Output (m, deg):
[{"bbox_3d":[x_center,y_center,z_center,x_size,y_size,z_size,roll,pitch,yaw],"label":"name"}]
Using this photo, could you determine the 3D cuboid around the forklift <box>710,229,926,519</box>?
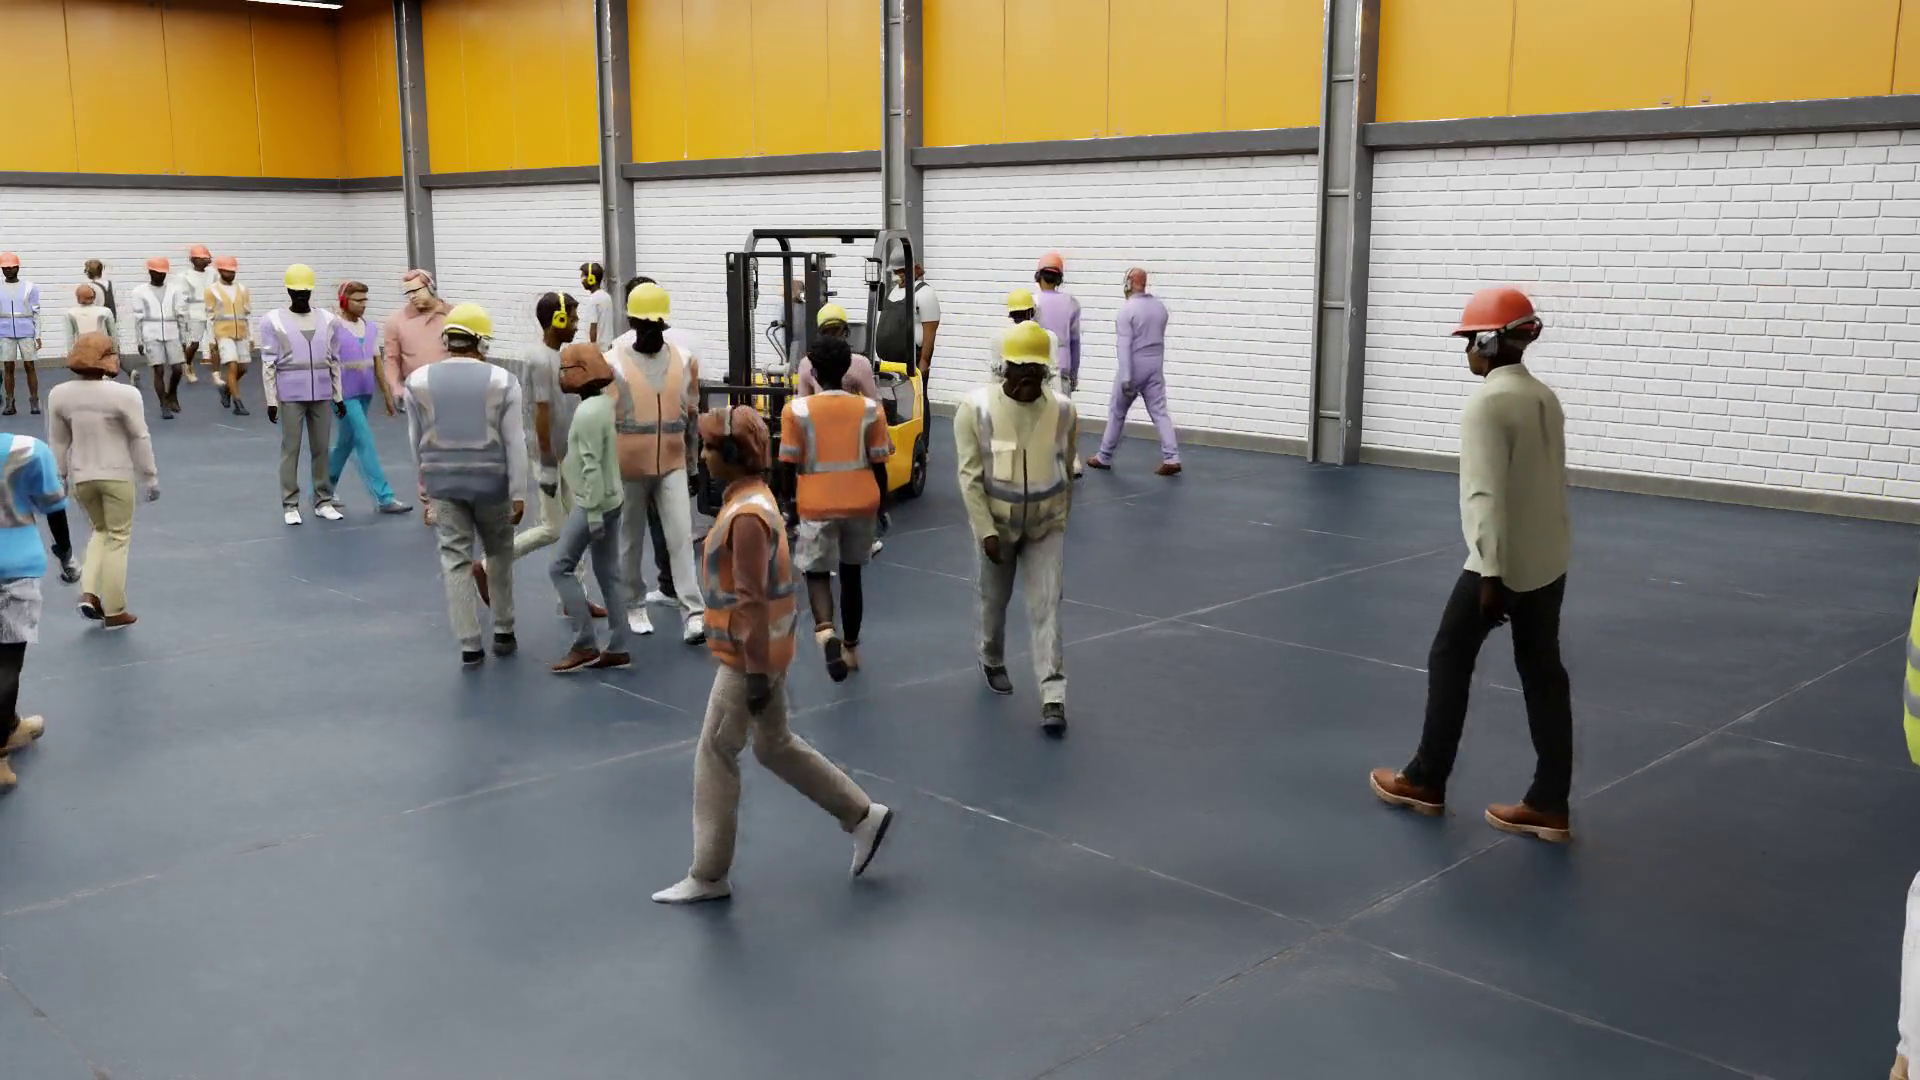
[{"bbox_3d":[-1.050,-1.319,12.920,1.214,2.155,2.313,2,11,13],"label":"forklift"}]

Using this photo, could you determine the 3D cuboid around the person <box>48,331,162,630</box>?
[{"bbox_3d":[-4.619,-0.320,9.030,0.510,1.618,0.358,1,10,6],"label":"person"}]

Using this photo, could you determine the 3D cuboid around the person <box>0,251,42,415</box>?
[{"bbox_3d":[-11.240,-2.455,19.811,0.542,1.938,0.358,-4,11,-22],"label":"person"}]

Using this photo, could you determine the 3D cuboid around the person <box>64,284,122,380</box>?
[{"bbox_3d":[-9.656,-2.043,18.516,0.511,1.597,0.860,-2,11,-9],"label":"person"}]

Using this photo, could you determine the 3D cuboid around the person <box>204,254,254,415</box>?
[{"bbox_3d":[-8.758,-2.460,19.913,0.776,1.918,0.552,9,13,39],"label":"person"}]

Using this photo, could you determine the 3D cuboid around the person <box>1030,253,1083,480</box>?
[{"bbox_3d":[0.792,-1.493,14.449,0.616,1.992,1.031,-4,11,-23],"label":"person"}]

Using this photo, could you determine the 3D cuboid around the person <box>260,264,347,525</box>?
[{"bbox_3d":[-4.852,-1.079,12.345,0.593,1.922,0.383,-10,14,-43],"label":"person"}]

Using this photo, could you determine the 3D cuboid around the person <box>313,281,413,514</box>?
[{"bbox_3d":[-4.696,-1.101,12.865,1.006,1.790,0.580,4,11,20],"label":"person"}]

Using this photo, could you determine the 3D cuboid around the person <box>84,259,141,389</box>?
[{"bbox_3d":[-11.437,-2.853,22.310,0.726,1.823,0.524,3,11,18],"label":"person"}]

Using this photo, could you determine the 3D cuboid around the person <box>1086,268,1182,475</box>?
[{"bbox_3d":[1.610,-1.509,14.916,0.629,1.850,1.038,-8,13,-36],"label":"person"}]

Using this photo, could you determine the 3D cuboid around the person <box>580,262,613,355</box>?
[{"bbox_3d":[-3.714,-1.879,16.903,0.392,1.859,0.534,2,11,12],"label":"person"}]

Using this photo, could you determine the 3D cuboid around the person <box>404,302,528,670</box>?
[{"bbox_3d":[-2.443,-0.283,8.338,0.582,1.796,0.689,-1,10,-8],"label":"person"}]

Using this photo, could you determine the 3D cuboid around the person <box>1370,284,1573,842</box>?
[{"bbox_3d":[1.884,0.071,5.997,0.645,1.949,0.875,-9,14,-40],"label":"person"}]

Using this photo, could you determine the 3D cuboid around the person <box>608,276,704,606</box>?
[{"bbox_3d":[-1.782,-0.563,9.608,0.537,1.897,0.594,7,13,35],"label":"person"}]

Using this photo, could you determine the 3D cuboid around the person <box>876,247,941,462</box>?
[{"bbox_3d":[-0.534,-1.729,15.574,0.535,2.000,0.674,-8,13,-37],"label":"person"}]

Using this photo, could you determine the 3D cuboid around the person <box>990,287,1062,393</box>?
[{"bbox_3d":[0.499,-1.024,12.549,0.539,1.744,0.510,0,10,0],"label":"person"}]

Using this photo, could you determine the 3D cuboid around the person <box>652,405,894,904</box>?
[{"bbox_3d":[-0.602,0.366,5.347,0.735,1.615,0.531,-1,10,-6],"label":"person"}]

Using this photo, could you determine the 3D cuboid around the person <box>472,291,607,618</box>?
[{"bbox_3d":[-2.329,-0.454,9.194,0.737,1.830,0.529,0,10,0],"label":"person"}]

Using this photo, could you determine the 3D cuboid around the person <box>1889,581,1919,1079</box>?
[{"bbox_3d":[2.434,0.515,3.880,0.429,1.841,0.632,5,11,25],"label":"person"}]

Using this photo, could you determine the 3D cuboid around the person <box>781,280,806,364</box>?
[{"bbox_3d":[-2.024,-2.402,20.471,0.516,1.596,0.839,-9,14,-40],"label":"person"}]

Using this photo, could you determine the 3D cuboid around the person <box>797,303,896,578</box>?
[{"bbox_3d":[-0.766,-0.635,10.521,0.543,1.704,0.951,7,13,34],"label":"person"}]

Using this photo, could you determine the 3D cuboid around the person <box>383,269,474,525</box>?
[{"bbox_3d":[-3.896,-1.045,12.292,0.681,1.878,0.514,-2,11,-10],"label":"person"}]

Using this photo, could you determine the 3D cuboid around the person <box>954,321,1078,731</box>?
[{"bbox_3d":[0.248,-0.090,7.405,0.562,1.773,1.011,-1,10,-7],"label":"person"}]

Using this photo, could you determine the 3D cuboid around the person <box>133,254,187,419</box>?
[{"bbox_3d":[-9.301,-2.360,19.364,0.550,1.918,0.502,-8,13,-36],"label":"person"}]

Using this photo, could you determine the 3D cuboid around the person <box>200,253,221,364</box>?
[{"bbox_3d":[-12.460,-3.849,27.565,0.573,1.883,0.355,-9,13,-39],"label":"person"}]

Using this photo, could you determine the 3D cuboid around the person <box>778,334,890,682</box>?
[{"bbox_3d":[-0.571,-0.136,7.908,0.555,1.668,0.691,-3,11,-17],"label":"person"}]

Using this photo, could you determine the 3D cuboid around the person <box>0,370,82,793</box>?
[{"bbox_3d":[-3.787,0.122,6.523,0.543,1.653,0.860,-1,10,-7],"label":"person"}]

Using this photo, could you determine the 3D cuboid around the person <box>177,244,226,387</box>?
[{"bbox_3d":[-10.763,-3.181,23.562,0.941,2.015,0.613,9,14,41],"label":"person"}]

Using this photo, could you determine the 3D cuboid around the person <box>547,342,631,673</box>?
[{"bbox_3d":[-1.856,-0.151,8.119,0.509,1.610,0.515,0,10,0],"label":"person"}]

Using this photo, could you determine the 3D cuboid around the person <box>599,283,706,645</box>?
[{"bbox_3d":[-1.581,-0.379,8.627,0.620,1.875,0.966,-6,12,-29],"label":"person"}]
